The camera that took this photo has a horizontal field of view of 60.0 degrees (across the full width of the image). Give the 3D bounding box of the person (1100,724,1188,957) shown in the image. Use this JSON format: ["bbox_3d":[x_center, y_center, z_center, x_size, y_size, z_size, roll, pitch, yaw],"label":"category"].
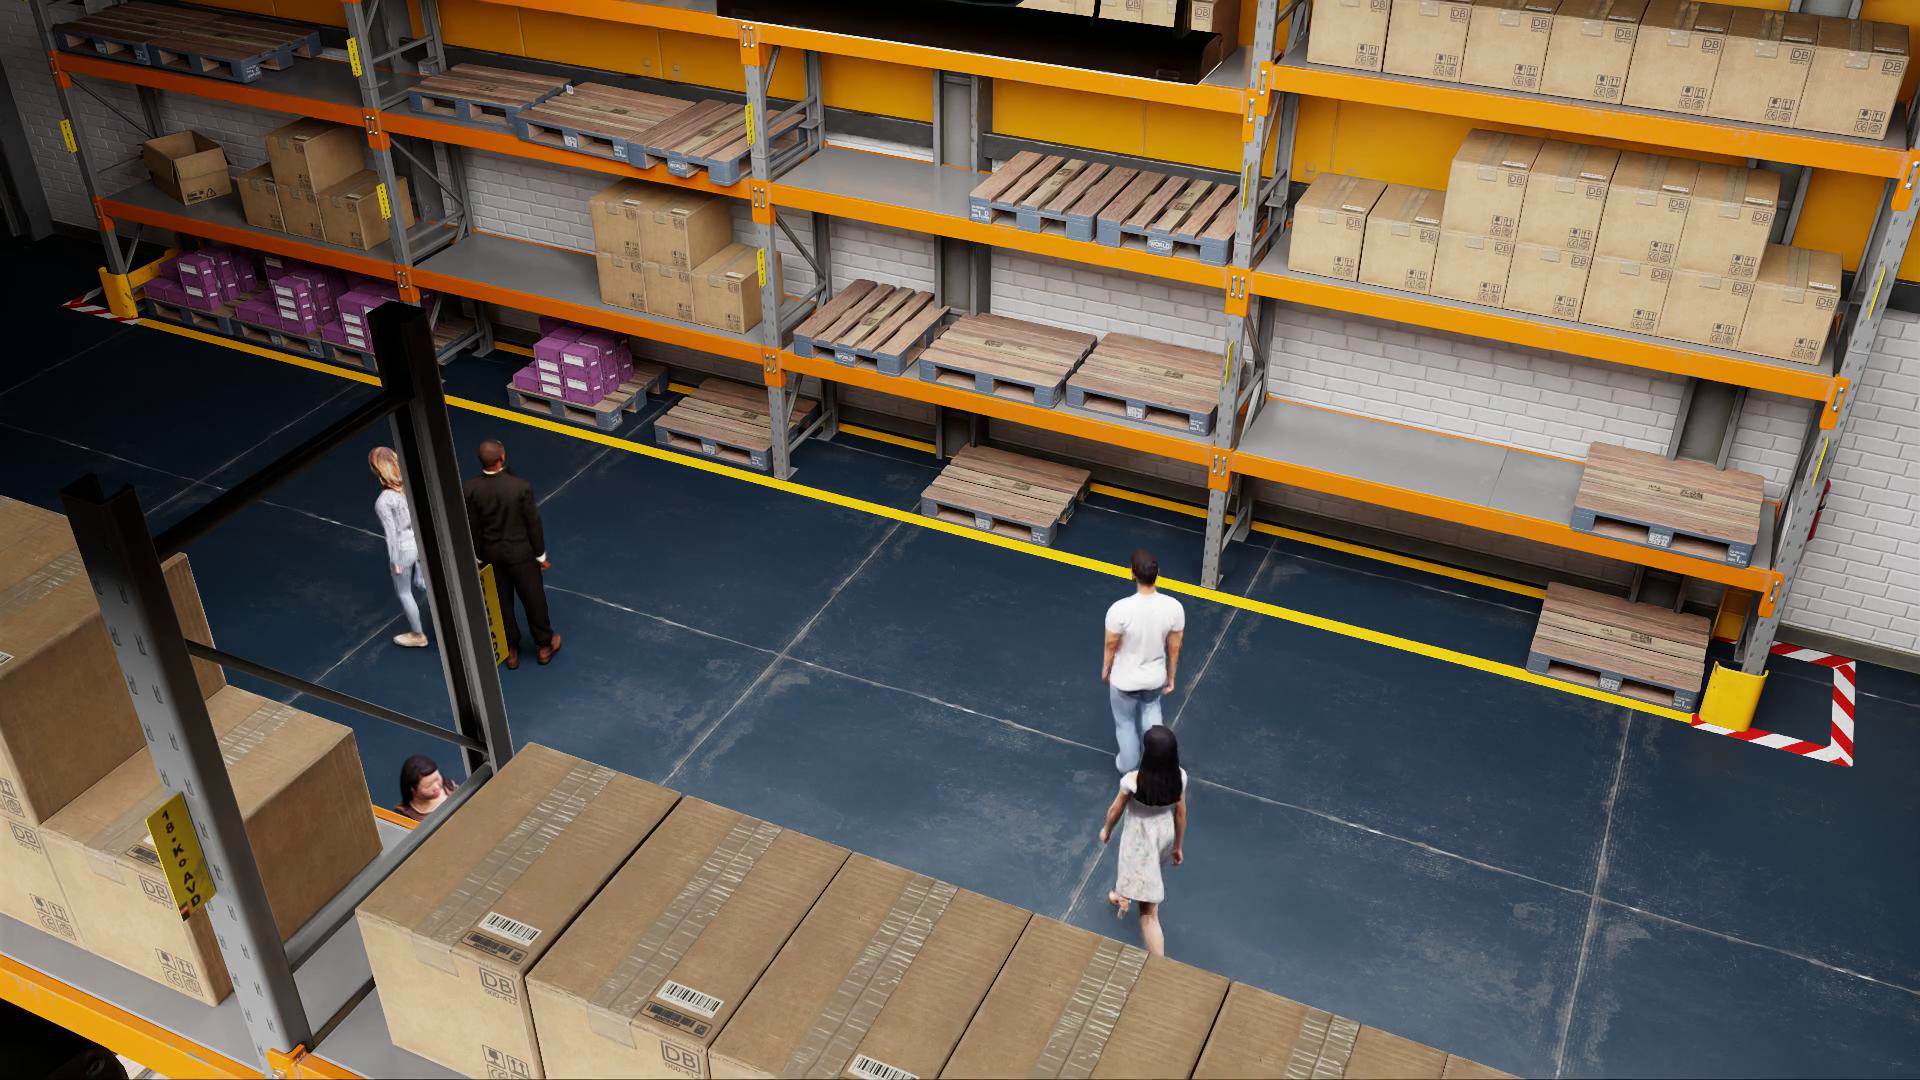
[{"bbox_3d":[1.120,1.882,9.696,1.158,1.722,1.193,-10,35,-15],"label":"person"}]

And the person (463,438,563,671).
[{"bbox_3d":[-3.308,0.104,12.207,0.729,1.904,0.852,-2,34,-2],"label":"person"}]

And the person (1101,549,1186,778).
[{"bbox_3d":[1.207,0.928,11.021,0.774,1.845,0.856,-6,34,-9],"label":"person"}]

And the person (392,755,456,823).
[{"bbox_3d":[-3.017,1.917,9.648,0.578,1.718,0.634,14,36,20],"label":"person"}]
